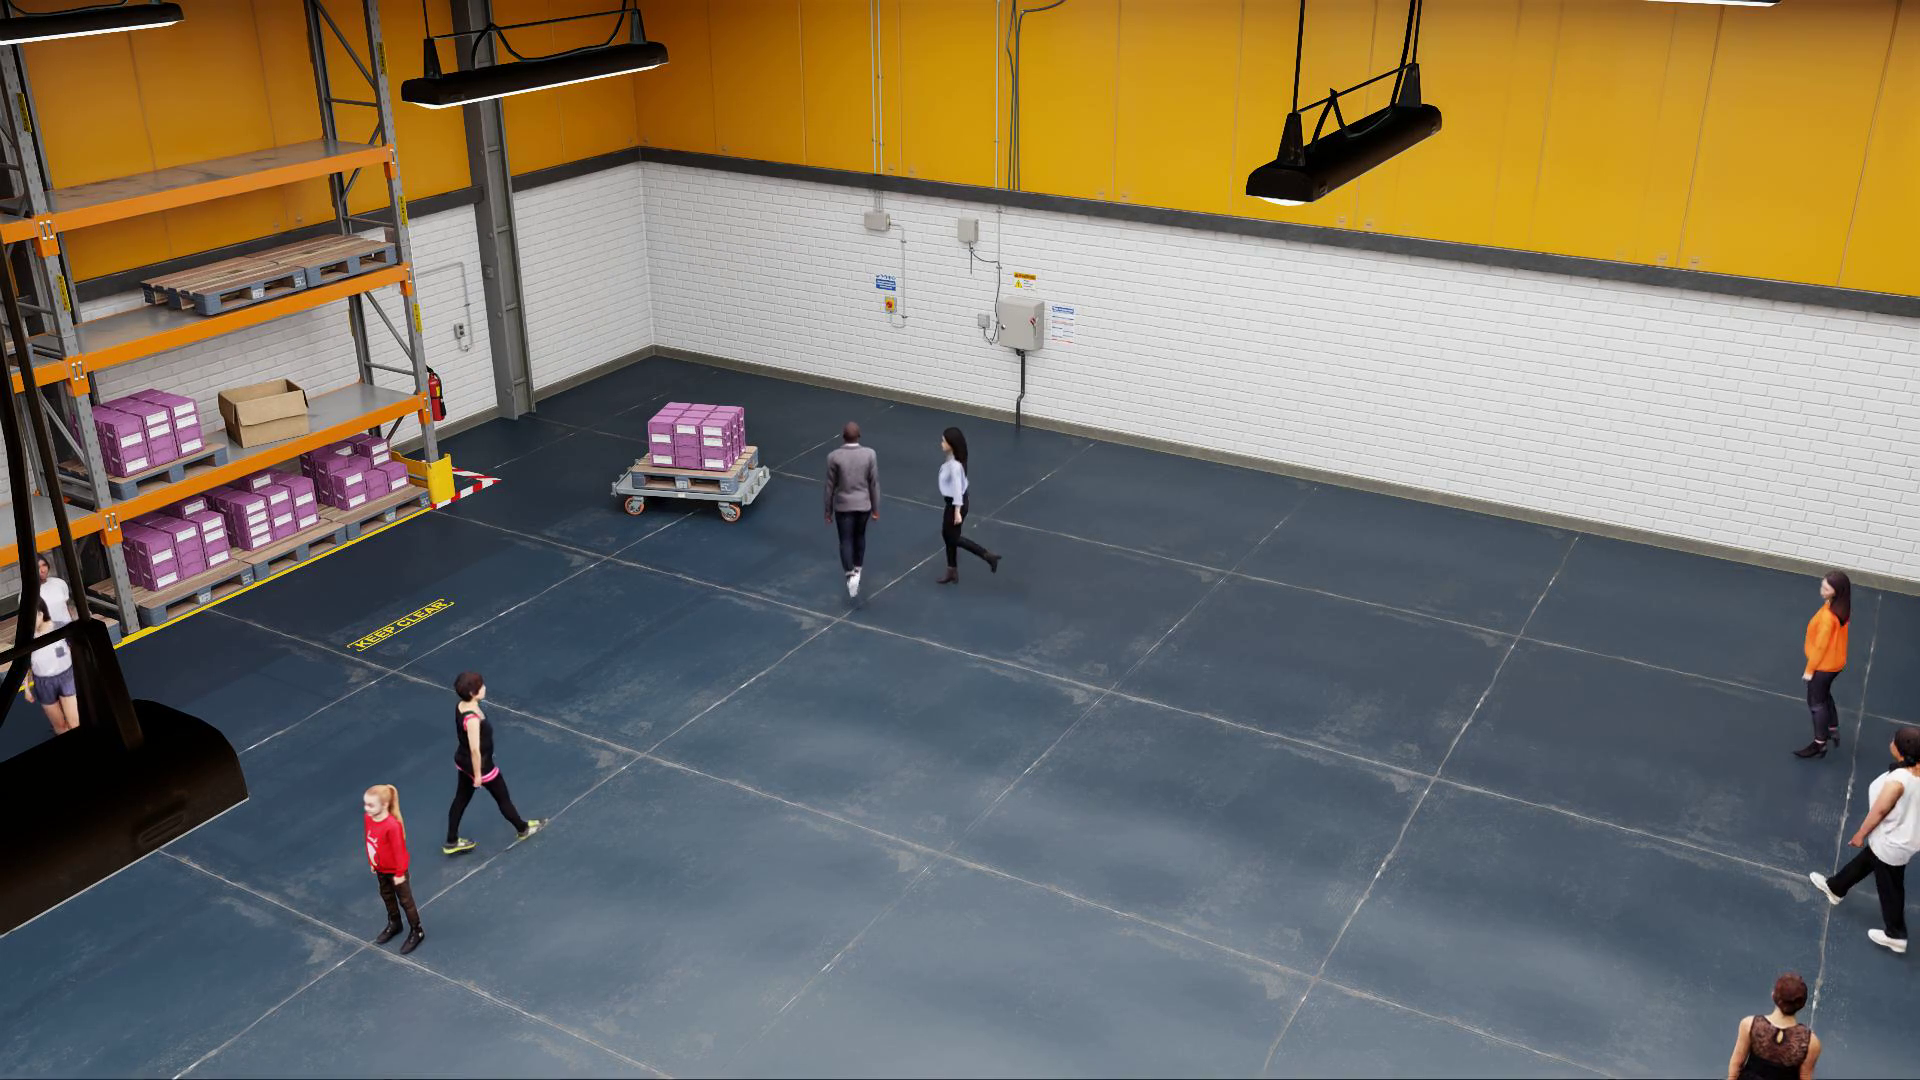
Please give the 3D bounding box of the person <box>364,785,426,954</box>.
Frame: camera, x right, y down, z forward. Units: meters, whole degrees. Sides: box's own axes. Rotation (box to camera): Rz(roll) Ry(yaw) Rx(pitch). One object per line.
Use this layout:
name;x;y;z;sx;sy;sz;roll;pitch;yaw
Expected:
person;-3.965;2.265;11.588;0.476;1.281;0.470;13;27;27

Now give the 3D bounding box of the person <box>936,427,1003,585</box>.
person;0.048;-0.314;16.932;1.001;1.724;0.989;1;24;2

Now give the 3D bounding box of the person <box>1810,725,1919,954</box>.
person;6.517;2.089;11.527;1.112;1.651;1.045;-13;27;-28

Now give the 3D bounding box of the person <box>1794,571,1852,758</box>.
person;7.262;1.046;13.828;0.617;1.719;0.844;-17;29;-34

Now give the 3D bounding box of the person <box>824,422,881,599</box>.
person;-1.078;-0.295;16.801;1.108;1.795;1.198;-4;24;-9

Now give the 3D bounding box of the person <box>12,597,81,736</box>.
person;-7.421;1.161;13.689;0.911;1.619;0.930;-13;27;-28

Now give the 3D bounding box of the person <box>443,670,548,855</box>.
person;-3.732;1.709;12.569;1.087;1.513;0.861;-15;28;-30

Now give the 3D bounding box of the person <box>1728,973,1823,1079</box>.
person;4.403;3.128;9.128;0.591;1.669;0.682;15;28;30

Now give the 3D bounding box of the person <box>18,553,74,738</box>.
person;-7.711;0.898;14.166;0.659;1.719;0.489;10;26;22
